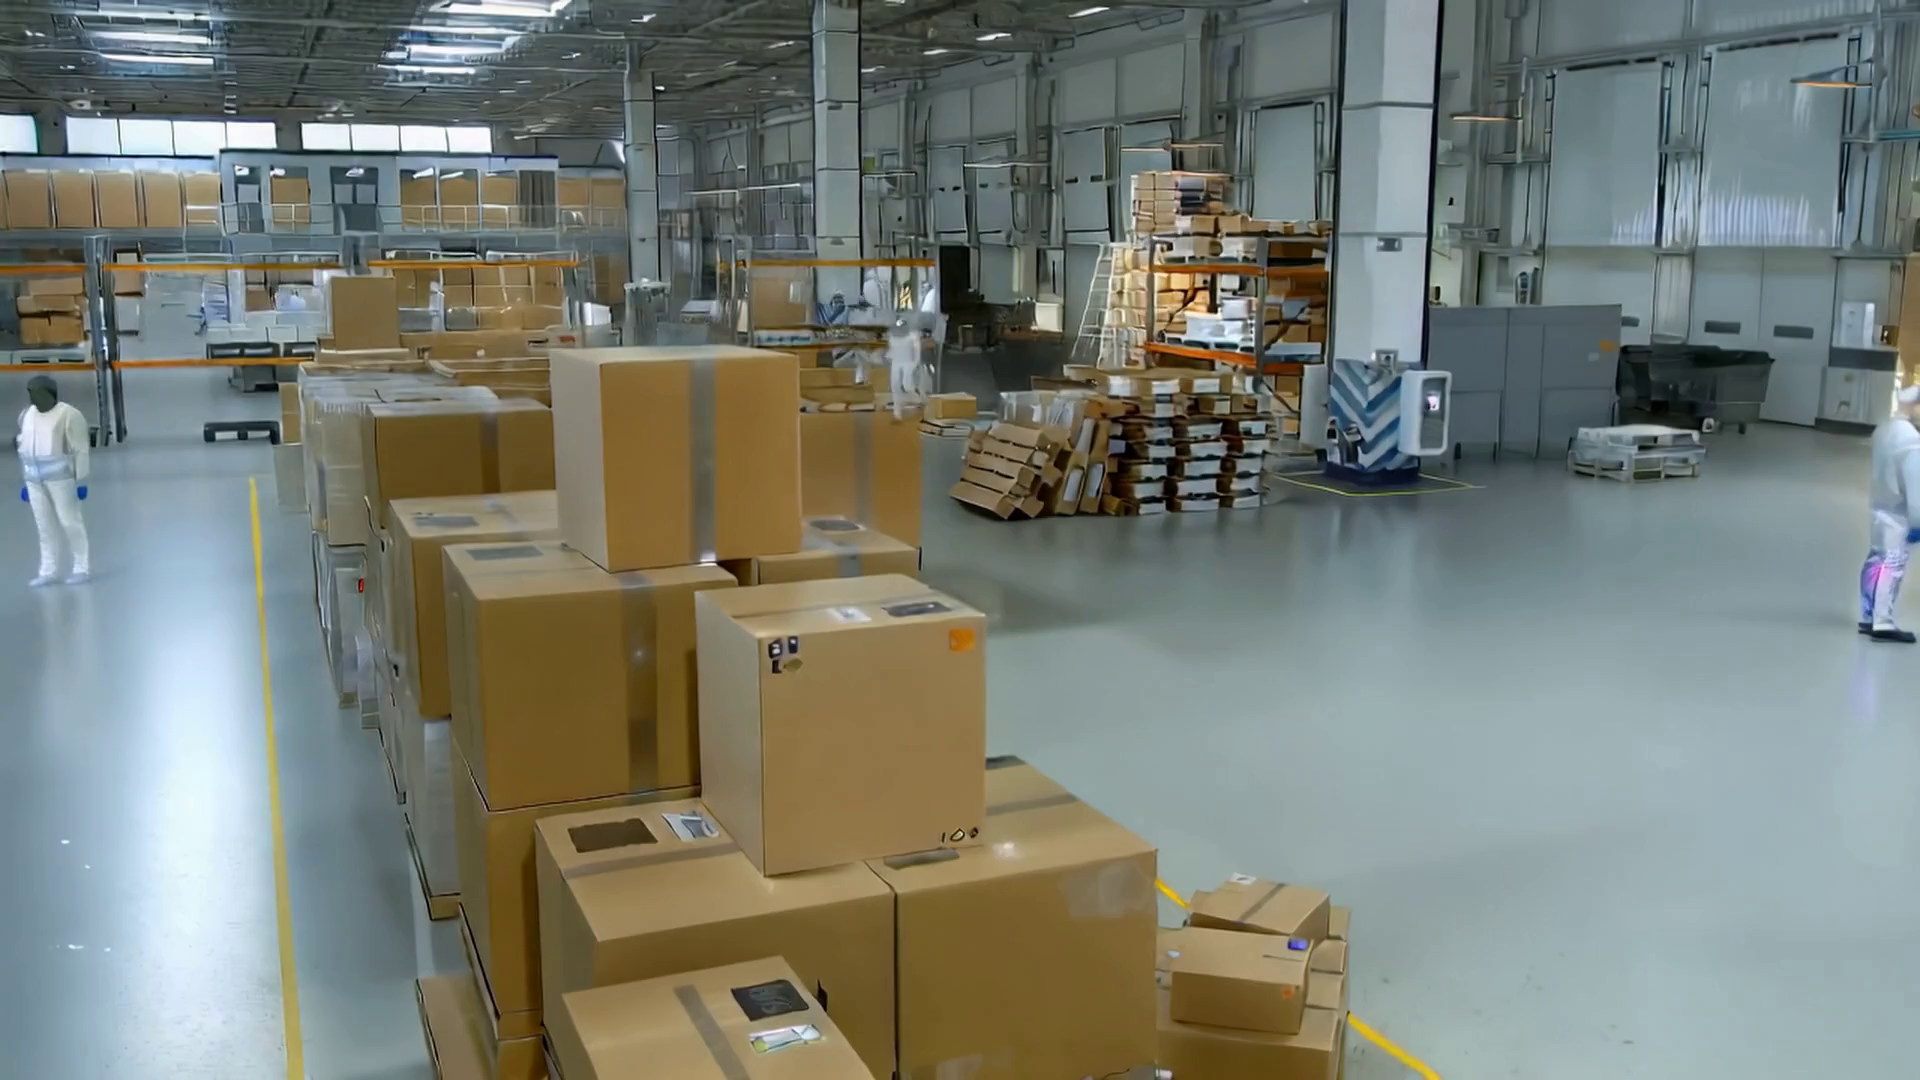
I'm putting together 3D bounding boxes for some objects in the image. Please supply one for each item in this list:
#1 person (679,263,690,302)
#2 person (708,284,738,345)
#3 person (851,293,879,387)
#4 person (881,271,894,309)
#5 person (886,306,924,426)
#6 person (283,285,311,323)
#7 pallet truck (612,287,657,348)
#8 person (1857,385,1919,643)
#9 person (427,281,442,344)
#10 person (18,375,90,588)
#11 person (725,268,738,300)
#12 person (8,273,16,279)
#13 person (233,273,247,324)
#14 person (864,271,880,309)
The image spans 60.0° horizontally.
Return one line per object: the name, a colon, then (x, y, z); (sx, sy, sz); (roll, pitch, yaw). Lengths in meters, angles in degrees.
person: (-12.926, -12.070, 78.101); (0.428, 1.842, 0.634); (3, 11, 18)
person: (-5.070, -4.510, 35.857); (0.697, 2.000, 0.733); (-8, 13, -37)
person: (-1.979, -4.072, 33.814); (0.590, 1.907, 0.768); (-8, 13, -37)
person: (-2.538, -8.630, 59.117); (0.525, 1.852, 0.786); (-6, 12, -30)
person: (-0.879, -2.813, 26.829); (0.631, 1.924, 0.708); (5, 12, 27)
person: (-15.942, -5.183, 40.060); (0.616, 1.860, 0.967); (-4, 11, -21)
pallet truck: (-6.464, -4.406, 35.401); (0.823, 1.965, 1.885); (6, 12, 32)
person: (6.970, -0.189, 12.371); (0.385, 1.929, 0.635); (0, 10, 2)
person: (-14.050, -5.998, 44.529); (0.353, 1.877, 0.573); (-8, 13, -39)
person: (-7.811, -0.501, 14.318); (0.633, 1.839, 0.429); (2, 10, 10)
person: (-8.186, -8.772, 59.602); (0.405, 1.948, 0.605); (7, 12, 33)
person: (-30.164, -7.535, 52.964); (0.994, 1.878, 0.553); (5, 11, 25)
person: (-23.792, -7.870, 54.770); (0.477, 1.903, 0.608); (3, 11, 17)
person: (-2.853, -7.597, 53.149); (0.625, 1.942, 1.012); (0, 10, -1)
